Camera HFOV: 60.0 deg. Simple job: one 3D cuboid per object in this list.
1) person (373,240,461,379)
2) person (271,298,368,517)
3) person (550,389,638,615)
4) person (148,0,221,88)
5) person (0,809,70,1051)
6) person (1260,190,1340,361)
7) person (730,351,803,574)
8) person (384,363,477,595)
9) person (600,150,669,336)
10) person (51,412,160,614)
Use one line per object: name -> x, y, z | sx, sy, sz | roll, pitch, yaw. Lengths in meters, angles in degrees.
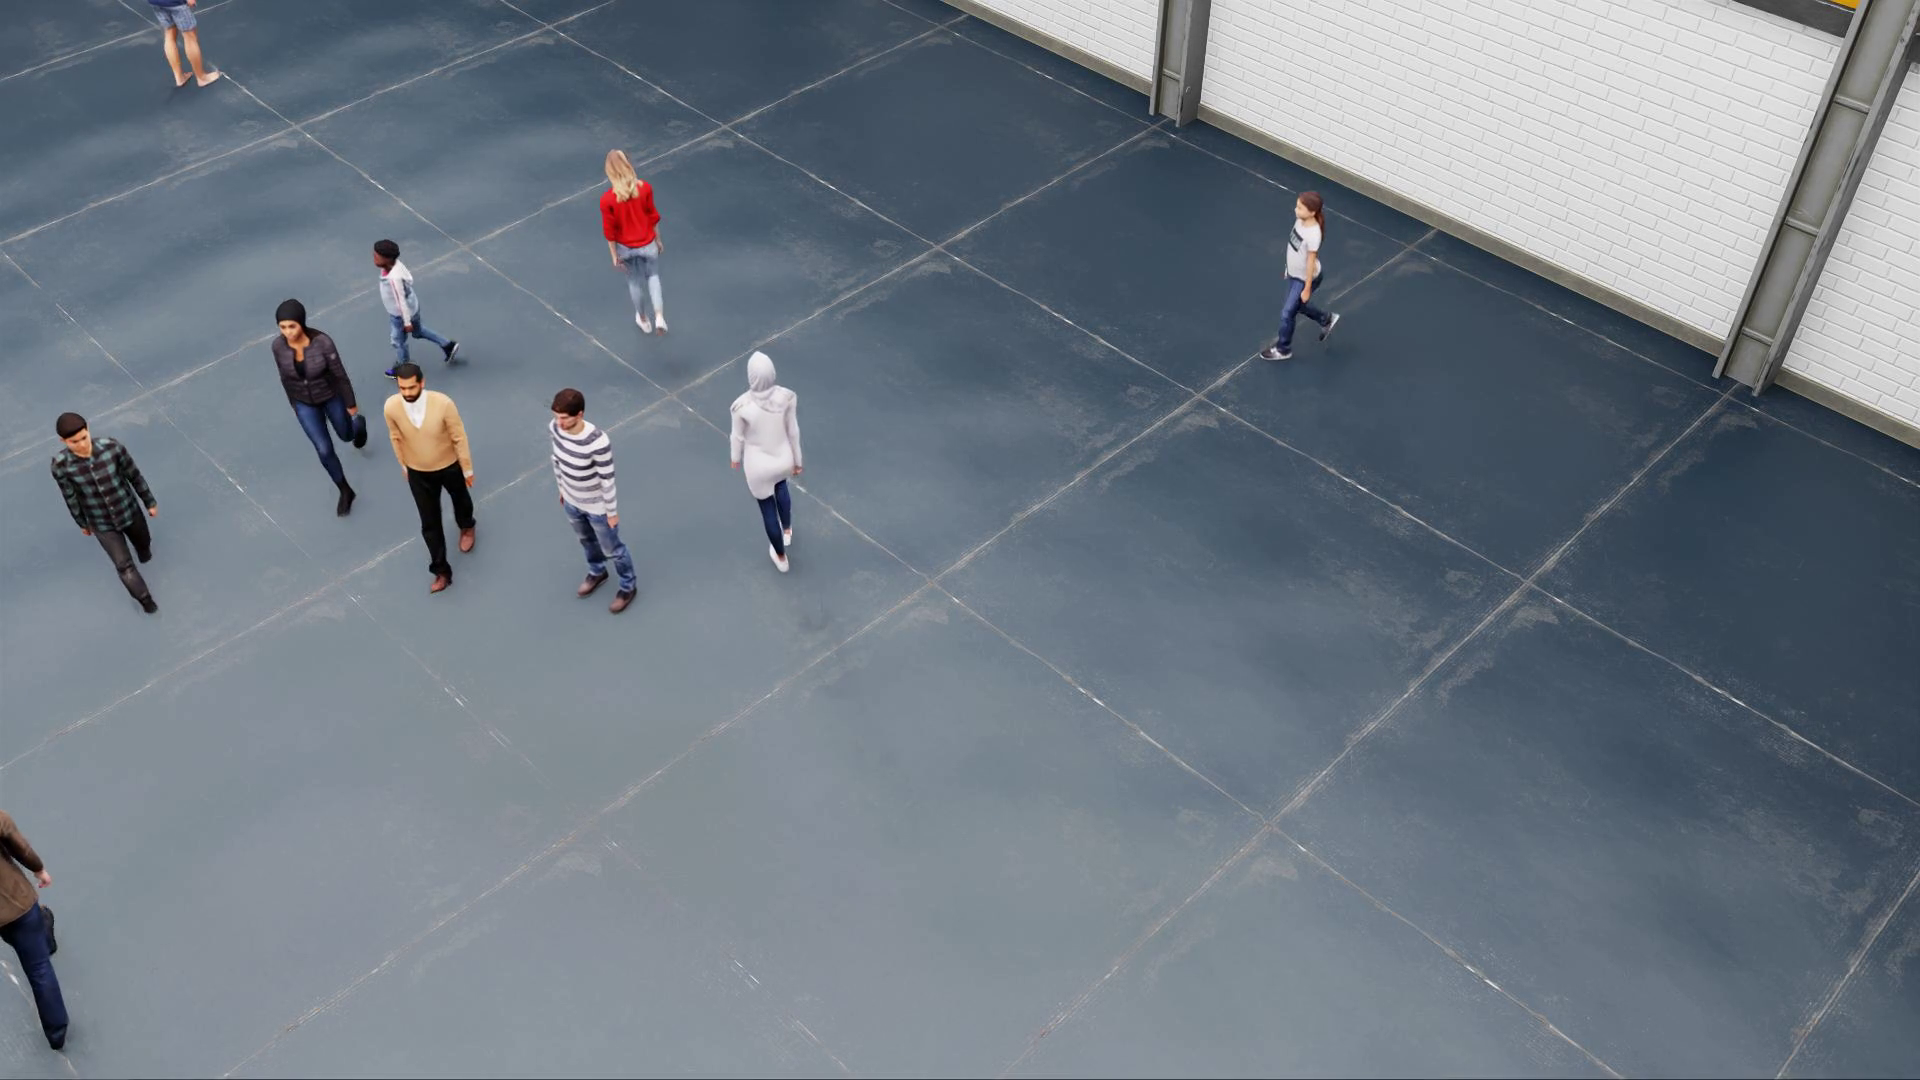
person -> -4.352, -1.841, 13.176 | 0.814, 1.245, 0.846 | -9, 44, -9
person -> -4.575, -1.037, 11.988 | 1.047, 1.720, 1.135 | -2, 44, -2
person -> -2.464, -0.296, 11.118 | 0.522, 1.846, 0.741 | 26, 49, 24
person -> -7.849, -5.361, 16.435 | 0.677, 1.847, 0.782 | 11, 45, 12
person -> -5.059, 1.980, 8.746 | 0.964, 1.824, 1.273 | -17, 46, -17
person -> 2.794, -2.110, 13.238 | 0.889, 1.549, 0.898 | -7, 44, -7
person -> -1.285, -0.469, 11.361 | 0.736, 1.761, 0.799 | -18, 46, -18
person -> -3.599, -0.553, 11.483 | 1.081, 1.716, 1.203 | -5, 44, -6
person -> -2.574, -2.315, 13.348 | 0.765, 1.693, 0.882 | -19, 47, -19
person -> -5.778, -0.250, 11.342 | 0.801, 1.685, 1.095 | -27, 50, -25
